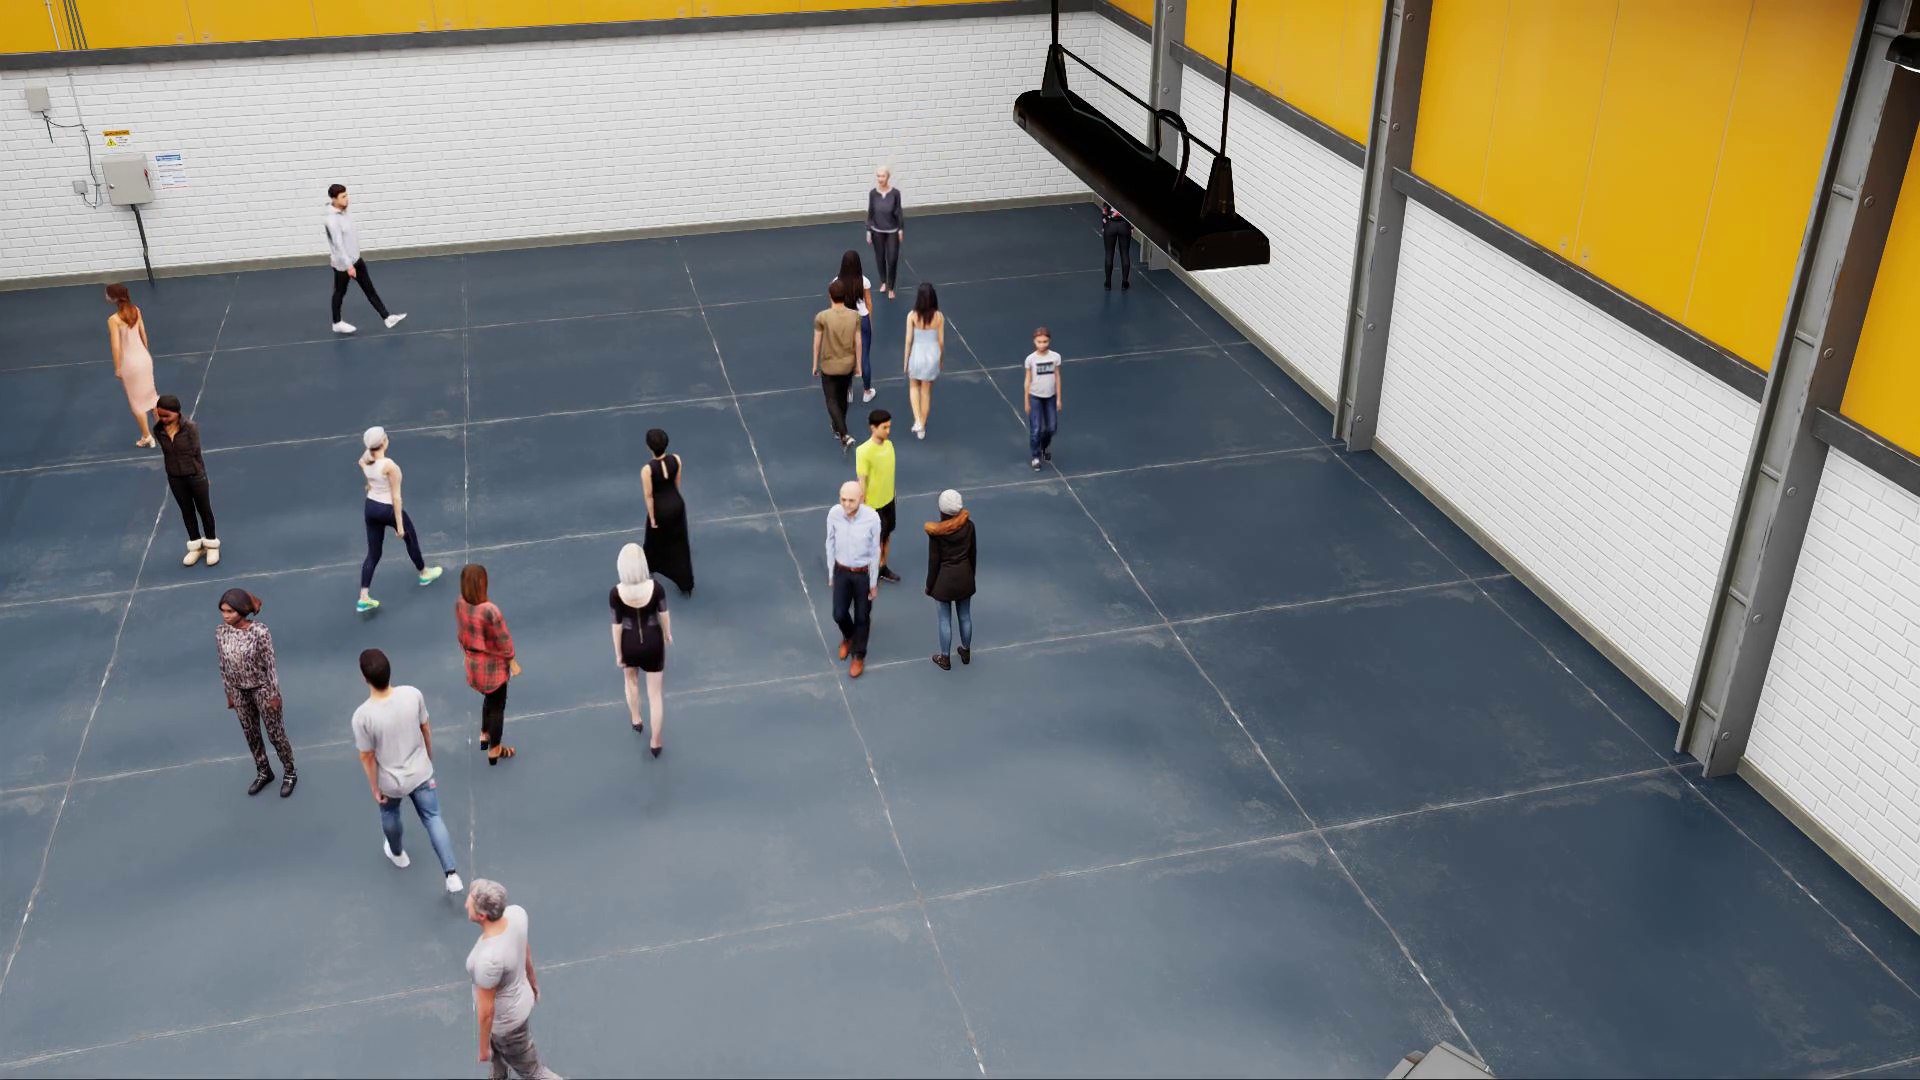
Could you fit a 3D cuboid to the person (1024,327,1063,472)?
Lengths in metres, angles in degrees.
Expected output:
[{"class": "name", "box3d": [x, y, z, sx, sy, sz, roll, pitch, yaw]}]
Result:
[{"class": "person", "box3d": [0.836, -1.502, 17.238, 0.587, 1.549, 0.645, -4, 29, -7]}]

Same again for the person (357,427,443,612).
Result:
[{"class": "person", "box3d": [-5.129, -0.146, 14.644, 1.109, 1.654, 1.244, 12, 31, 21]}]

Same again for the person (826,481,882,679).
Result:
[{"class": "person", "box3d": [-0.846, 0.265, 13.759, 0.759, 1.779, 0.826, 5, 29, 9]}]

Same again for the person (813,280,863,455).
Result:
[{"class": "person", "box3d": [-1.265, -1.789, 17.476, 0.722, 1.826, 1.180, -9, 30, -16]}]

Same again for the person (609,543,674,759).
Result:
[{"class": "person", "box3d": [-2.390, 0.875, 12.603, 0.611, 1.816, 0.801, -6, 29, -11]}]

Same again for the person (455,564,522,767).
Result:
[{"class": "person", "box3d": [-3.630, 0.977, 12.546, 0.720, 1.691, 0.796, 20, 34, 32]}]

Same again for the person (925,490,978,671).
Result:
[{"class": "person", "box3d": [-0.063, 0.323, 13.802, 0.674, 1.636, 0.662, -13, 31, -22]}]

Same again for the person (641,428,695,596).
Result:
[{"class": "person", "box3d": [-2.576, -0.215, 14.865, 0.848, 1.563, 1.085, -21, 35, -33]}]

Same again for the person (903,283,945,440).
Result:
[{"class": "person", "box3d": [-0.362, -1.867, 17.739, 0.638, 1.711, 0.656, -4, 29, -6]}]

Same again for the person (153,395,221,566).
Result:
[{"class": "person", "box3d": [-7.188, -0.600, 15.467, 0.670, 1.661, 0.608, -7, 29, -13]}]

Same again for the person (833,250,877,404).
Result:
[{"class": "person", "box3d": [-1.180, -2.393, 18.638, 0.654, 1.774, 0.628, 2, 29, 4]}]

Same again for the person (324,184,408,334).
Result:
[{"class": "person", "box3d": [-7.619, -3.411, 20.395, 1.107, 1.877, 1.242, 4, 29, 8]}]

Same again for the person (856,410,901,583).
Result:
[{"class": "person", "box3d": [-0.813, -0.402, 15.064, 0.915, 1.701, 0.852, 19, 34, 31]}]

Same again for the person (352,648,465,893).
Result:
[{"class": "person", "box3d": [-3.723, 1.599, 11.238, 0.972, 1.852, 1.282, -19, 34, -31]}]

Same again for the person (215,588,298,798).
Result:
[{"class": "person", "box3d": [-5.194, 1.120, 12.259, 0.665, 1.714, 0.685, 4, 29, 8]}]

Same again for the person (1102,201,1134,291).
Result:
[{"class": "person", "box3d": [2.078, -4.124, 21.909, 0.629, 1.681, 0.615, 2, 29, 4]}]

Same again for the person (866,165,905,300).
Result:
[{"class": "person", "box3d": [-0.968, -4.084, 21.806, 0.805, 1.708, 0.914, 3, 29, 6]}]

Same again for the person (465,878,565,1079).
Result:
[{"class": "person", "box3d": [-2.444, 2.671, 9.333, 1.023, 1.794, 1.200, 2, 29, 4]}]

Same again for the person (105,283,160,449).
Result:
[{"class": "person", "box3d": [-8.728, -1.853, 17.590, 0.745, 1.829, 0.657, 14, 32, 24]}]
